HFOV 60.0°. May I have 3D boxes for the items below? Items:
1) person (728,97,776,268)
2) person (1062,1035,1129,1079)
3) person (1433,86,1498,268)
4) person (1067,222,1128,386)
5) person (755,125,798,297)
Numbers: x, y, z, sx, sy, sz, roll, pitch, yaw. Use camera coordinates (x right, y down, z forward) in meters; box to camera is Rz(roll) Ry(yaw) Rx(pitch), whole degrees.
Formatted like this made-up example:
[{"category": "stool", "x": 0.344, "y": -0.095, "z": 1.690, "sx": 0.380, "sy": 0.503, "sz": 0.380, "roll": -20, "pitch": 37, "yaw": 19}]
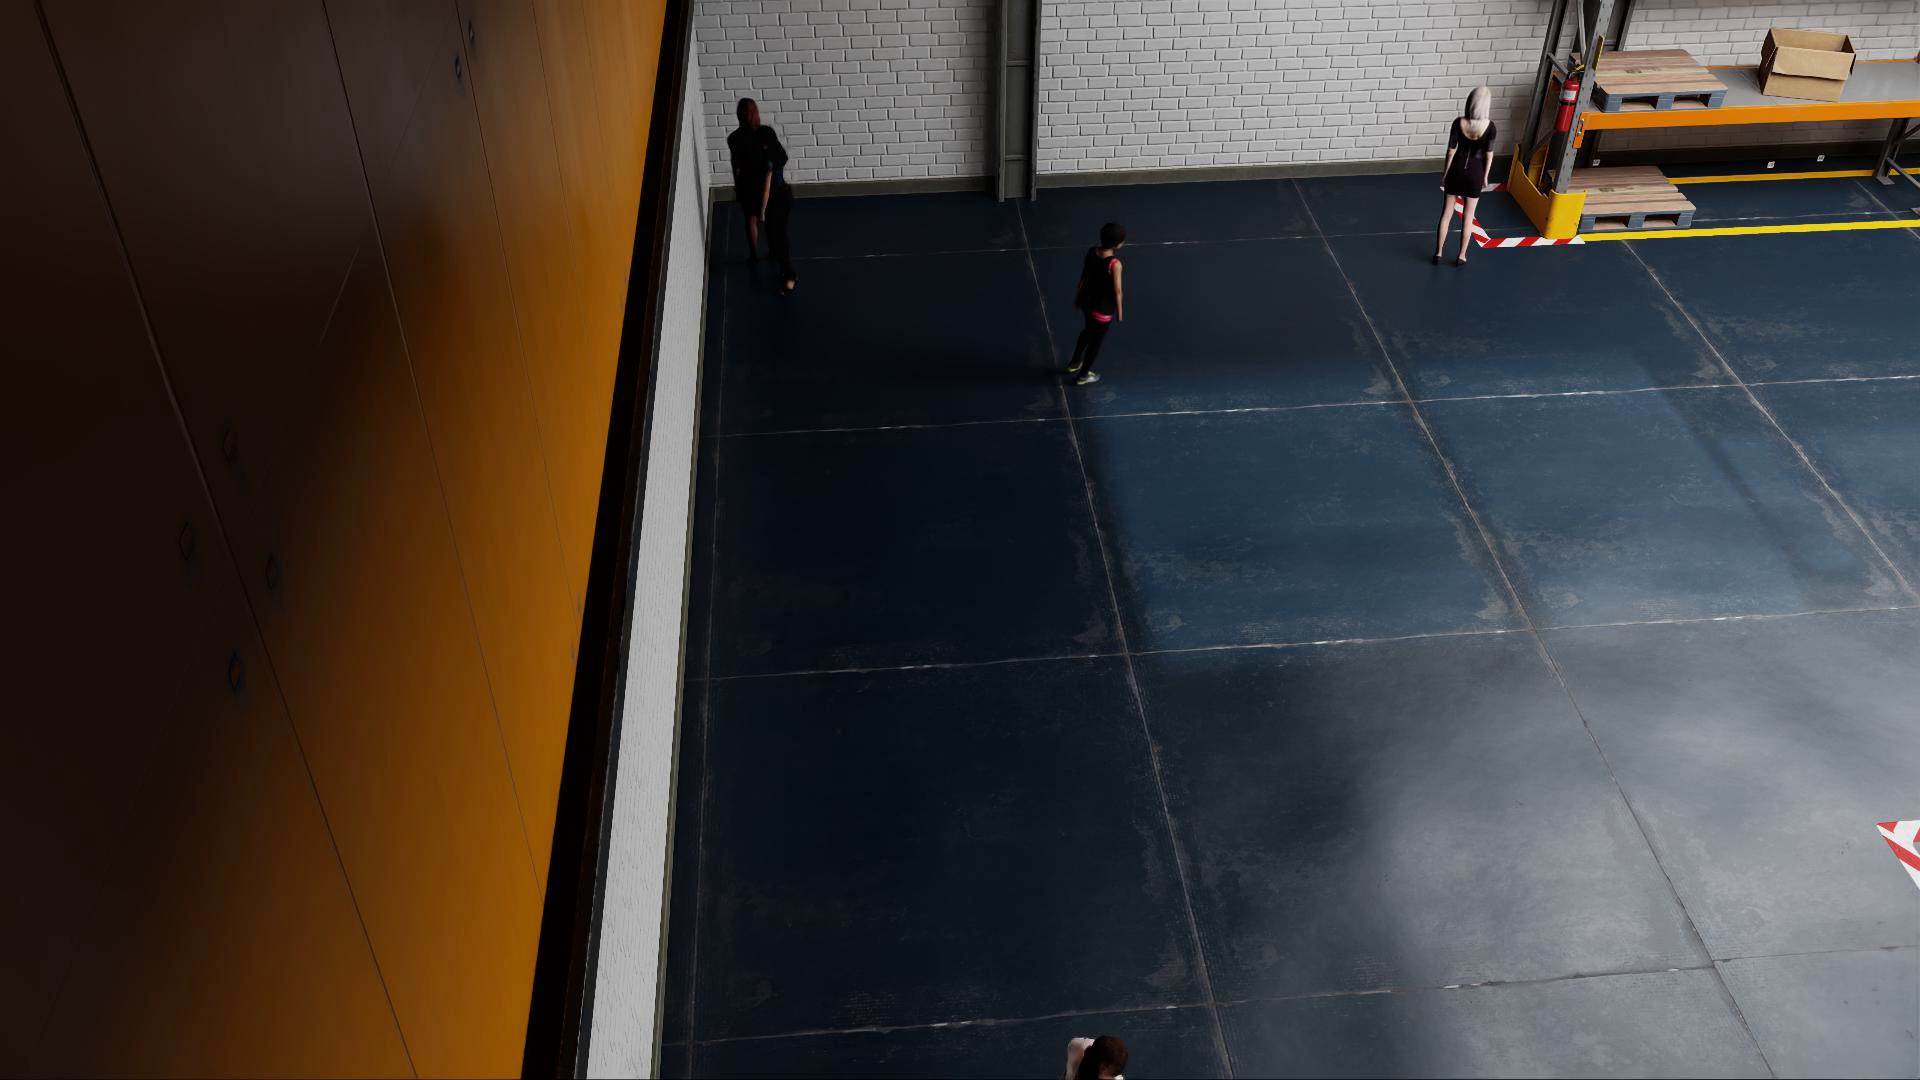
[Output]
[{"category": "person", "x": -1.952, "y": -3.407, "z": 15.873, "sx": 0.543, "sy": 1.706, "sz": 0.702, "roll": -15, "pitch": 41, "yaw": -18}, {"category": "person", "x": 0.633, "y": 2.871, "z": 7.907, "sx": 0.584, "sy": 1.837, "sz": 0.698, "roll": 2, "pitch": 39, "yaw": 2}, {"category": "person", "x": 4.809, "y": -3.453, "z": 15.831, "sx": 0.577, "sy": 1.830, "sz": 0.708, "roll": 13, "pitch": 40, "yaw": 16}, {"category": "person", "x": 1.134, "y": -2.017, "z": 14.276, "sx": 0.704, "sy": 1.525, "sz": 0.741, "roll": 29, "pitch": 47, "yaw": 31}, {"category": "person", "x": -1.702, "y": -3.149, "z": 15.554, "sx": 0.668, "sy": 1.699, "sz": 0.712, "roll": 19, "pitch": 42, "yaw": 22}]
